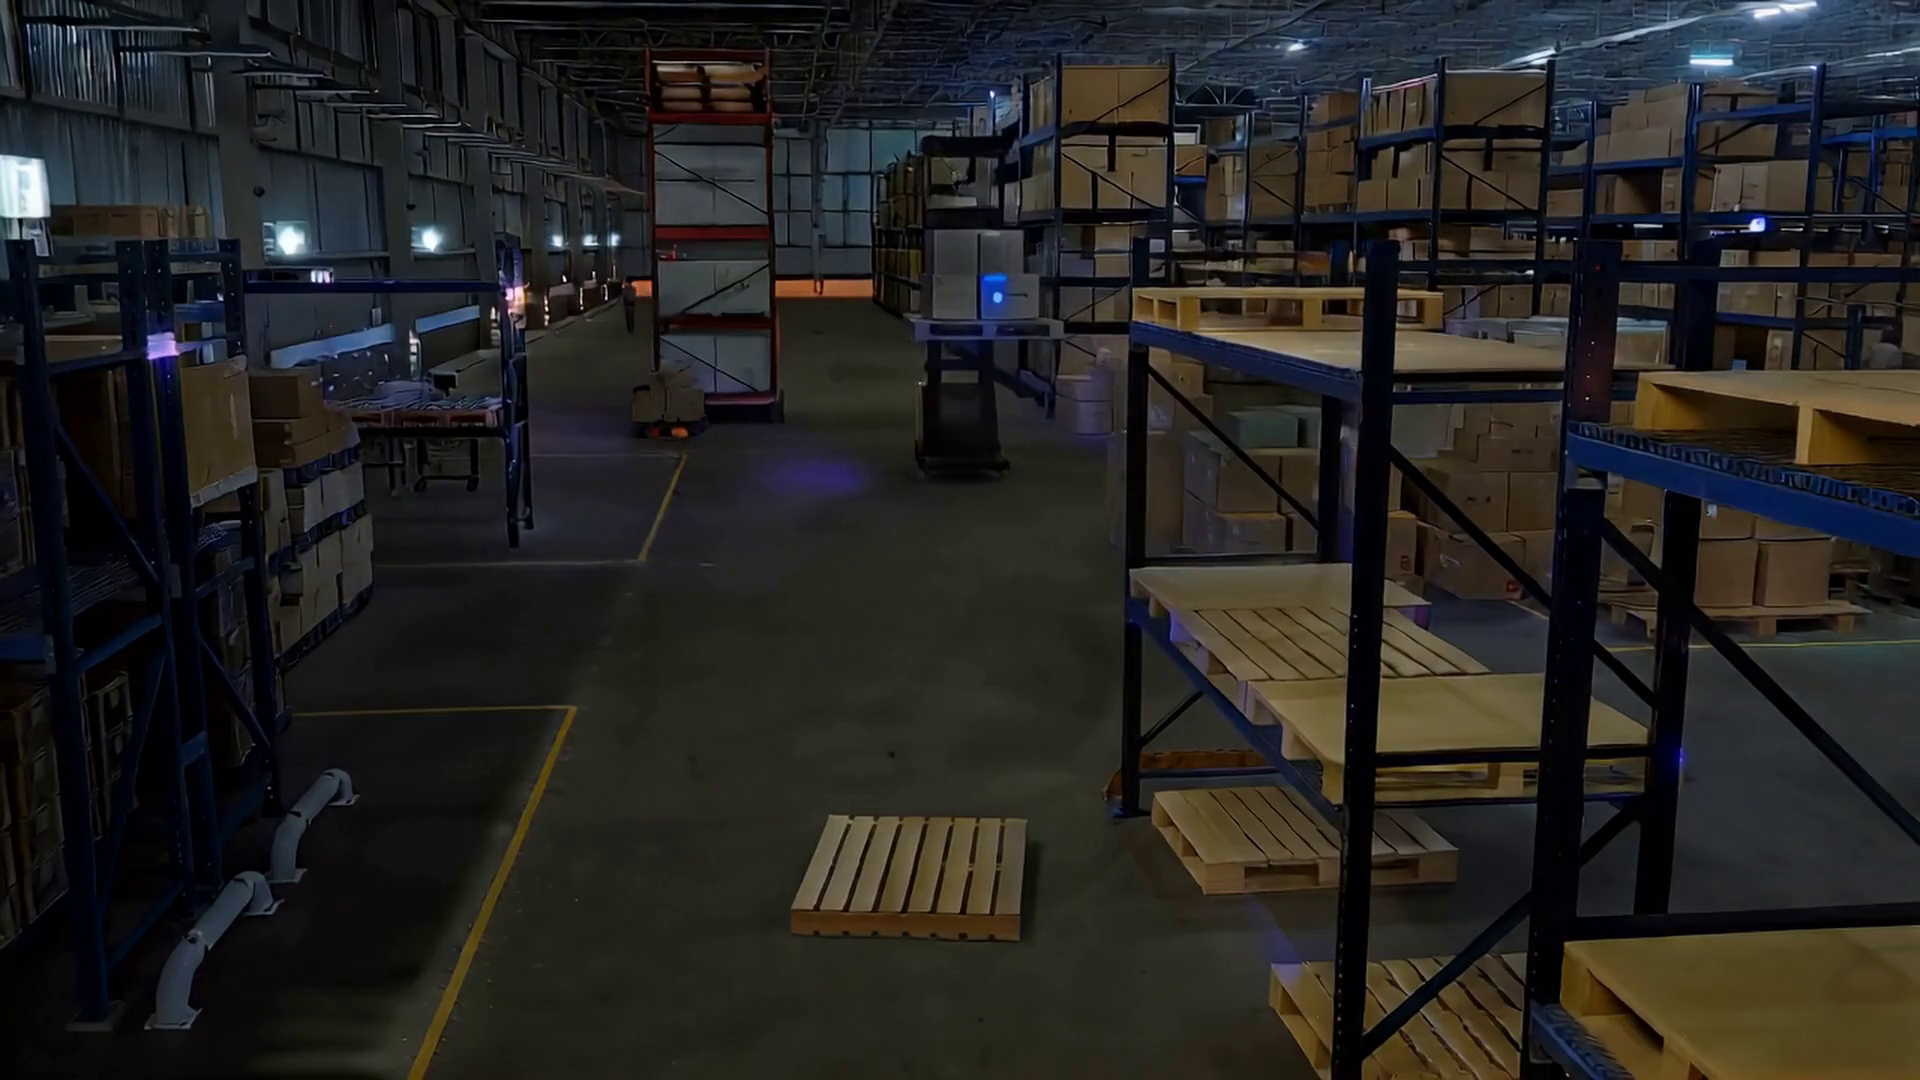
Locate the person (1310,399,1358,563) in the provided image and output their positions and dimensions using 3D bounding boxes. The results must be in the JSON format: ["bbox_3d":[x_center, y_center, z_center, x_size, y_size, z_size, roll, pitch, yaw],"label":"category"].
[{"bbox_3d":[3.022,-0.286,13.248,0.445,1.904,0.593,1,10,3],"label":"person"}]

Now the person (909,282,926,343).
[{"bbox_3d":[-1.204,-6.675,48.889,0.676,1.808,0.685,10,14,44],"label":"person"}]

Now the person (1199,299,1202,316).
[{"bbox_3d":[6.380,-5.971,45.536,0.568,1.608,0.507,-2,11,-13],"label":"person"}]

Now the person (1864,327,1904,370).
[{"bbox_3d":[14.652,-2.552,26.442,0.588,1.661,0.404,10,14,44],"label":"person"}]

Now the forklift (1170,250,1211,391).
[{"bbox_3d":[4.069,-4.405,33.340,1.873,2.768,1.129,0,10,2],"label":"forklift"}]

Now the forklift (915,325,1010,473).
[{"bbox_3d":[-0.005,-2.399,22.225,1.129,2.768,1.873,-1,10,-6],"label":"forklift"}]

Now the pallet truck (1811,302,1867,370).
[{"bbox_3d":[15.846,-3.142,28.793,1.885,1.965,0.823,2,10,12],"label":"pallet truck"}]

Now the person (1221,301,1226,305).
[{"bbox_3d":[8.043,-6.851,50.132,0.869,1.702,0.563,-7,12,-35],"label":"person"}]

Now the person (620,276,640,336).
[{"bbox_3d":[-10.503,-7.445,52.900,0.594,1.904,0.448,-3,11,-17],"label":"person"}]
